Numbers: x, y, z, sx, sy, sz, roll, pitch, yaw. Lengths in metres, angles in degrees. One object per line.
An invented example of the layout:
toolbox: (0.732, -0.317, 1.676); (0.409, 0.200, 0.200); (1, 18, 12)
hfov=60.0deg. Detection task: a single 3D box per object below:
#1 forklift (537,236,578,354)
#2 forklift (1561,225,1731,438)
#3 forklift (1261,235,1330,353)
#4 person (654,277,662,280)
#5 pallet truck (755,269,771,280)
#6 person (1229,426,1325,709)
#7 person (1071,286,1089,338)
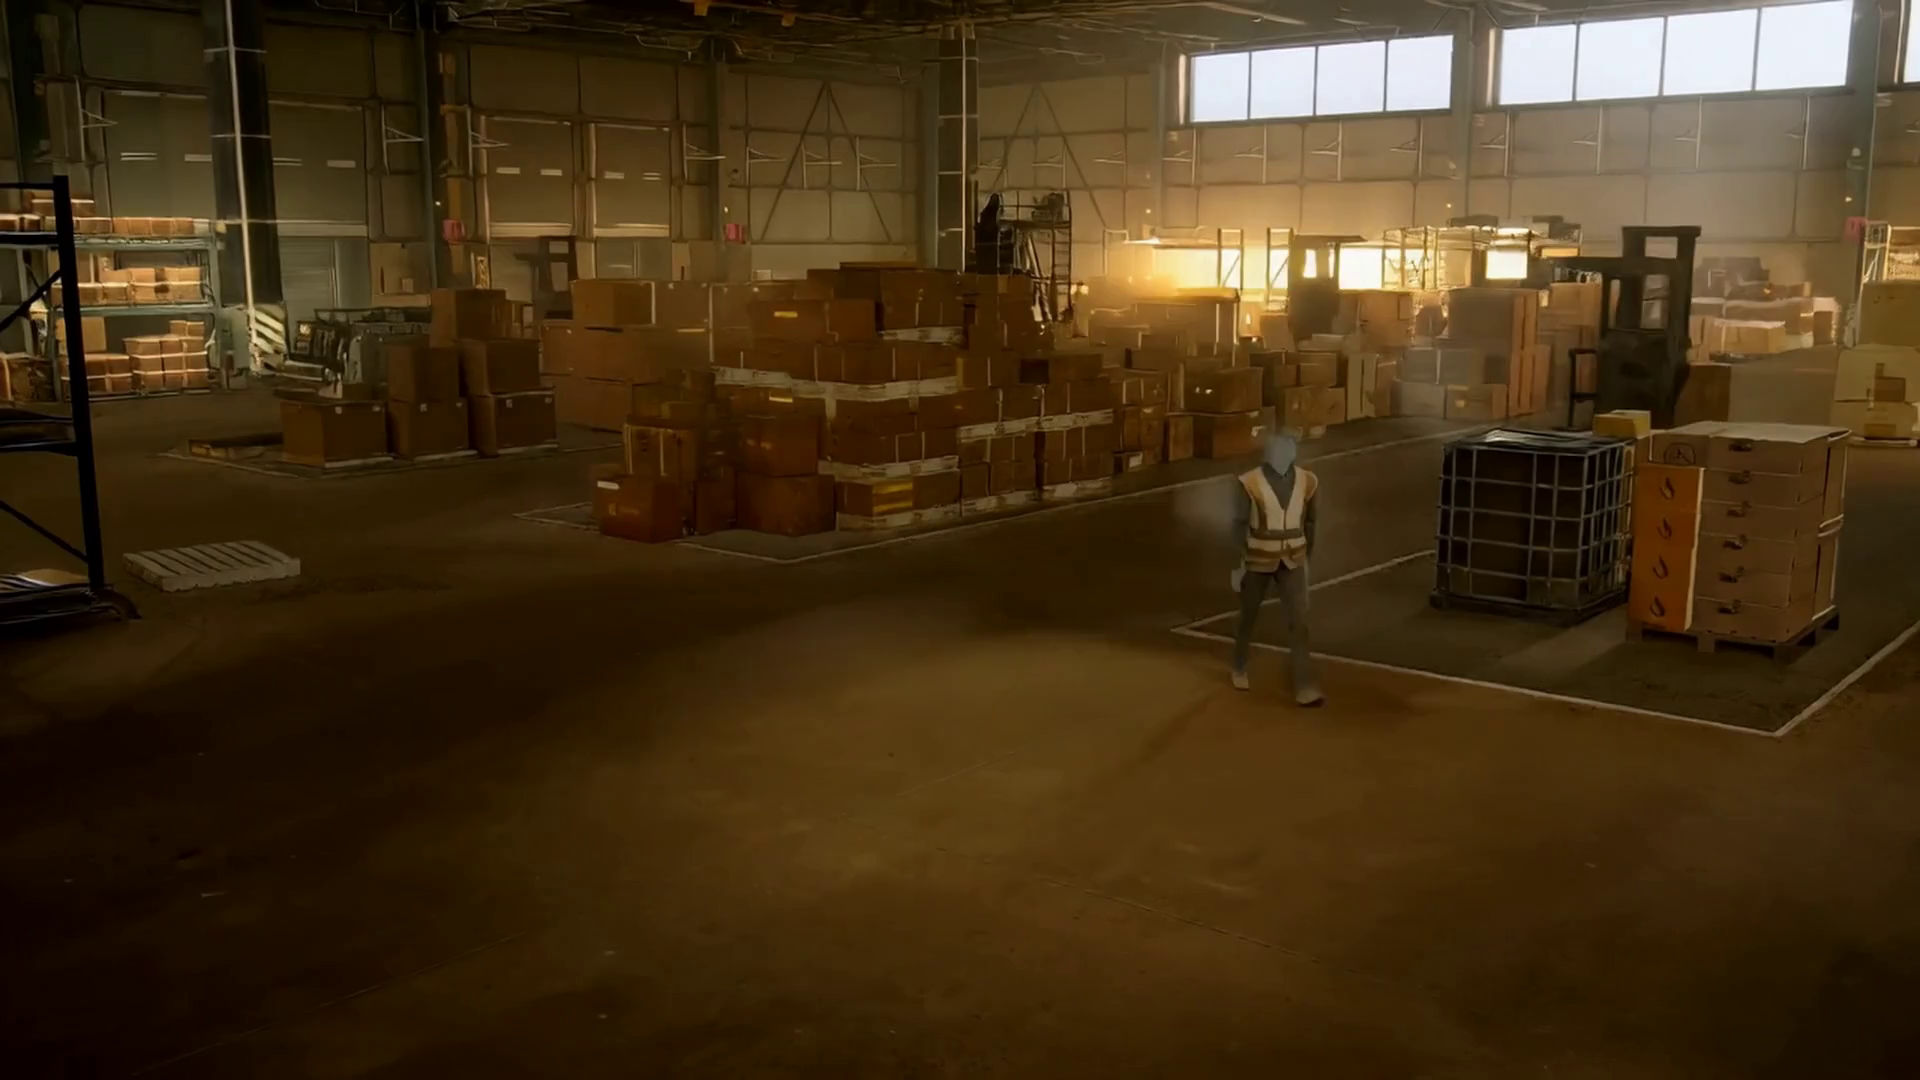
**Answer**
forklift: (-9.435, -5.765, 39.216); (1.873, 2.768, 1.129); (8, 13, 40)
forklift: (8.835, -2.597, 21.179); (1.873, 2.768, 1.129); (-5, 11, -27)
forklift: (7.439, -5.133, 35.615); (1.129, 2.768, 1.873); (-6, 12, -32)
person: (-6.513, -4.725, 36.010); (0.639, 1.928, 0.369); (-5, 11, -24)
pallet truck: (-4.996, -6.432, 45.525); (1.885, 1.965, 0.823); (-6, 12, -32)
person: (1.754, 0.142, 9.317); (0.528, 1.568, 0.920); (-2, 10, -10)
person: (2.889, -5.130, 39.075); (0.543, 1.663, 0.864); (9, 14, 43)
